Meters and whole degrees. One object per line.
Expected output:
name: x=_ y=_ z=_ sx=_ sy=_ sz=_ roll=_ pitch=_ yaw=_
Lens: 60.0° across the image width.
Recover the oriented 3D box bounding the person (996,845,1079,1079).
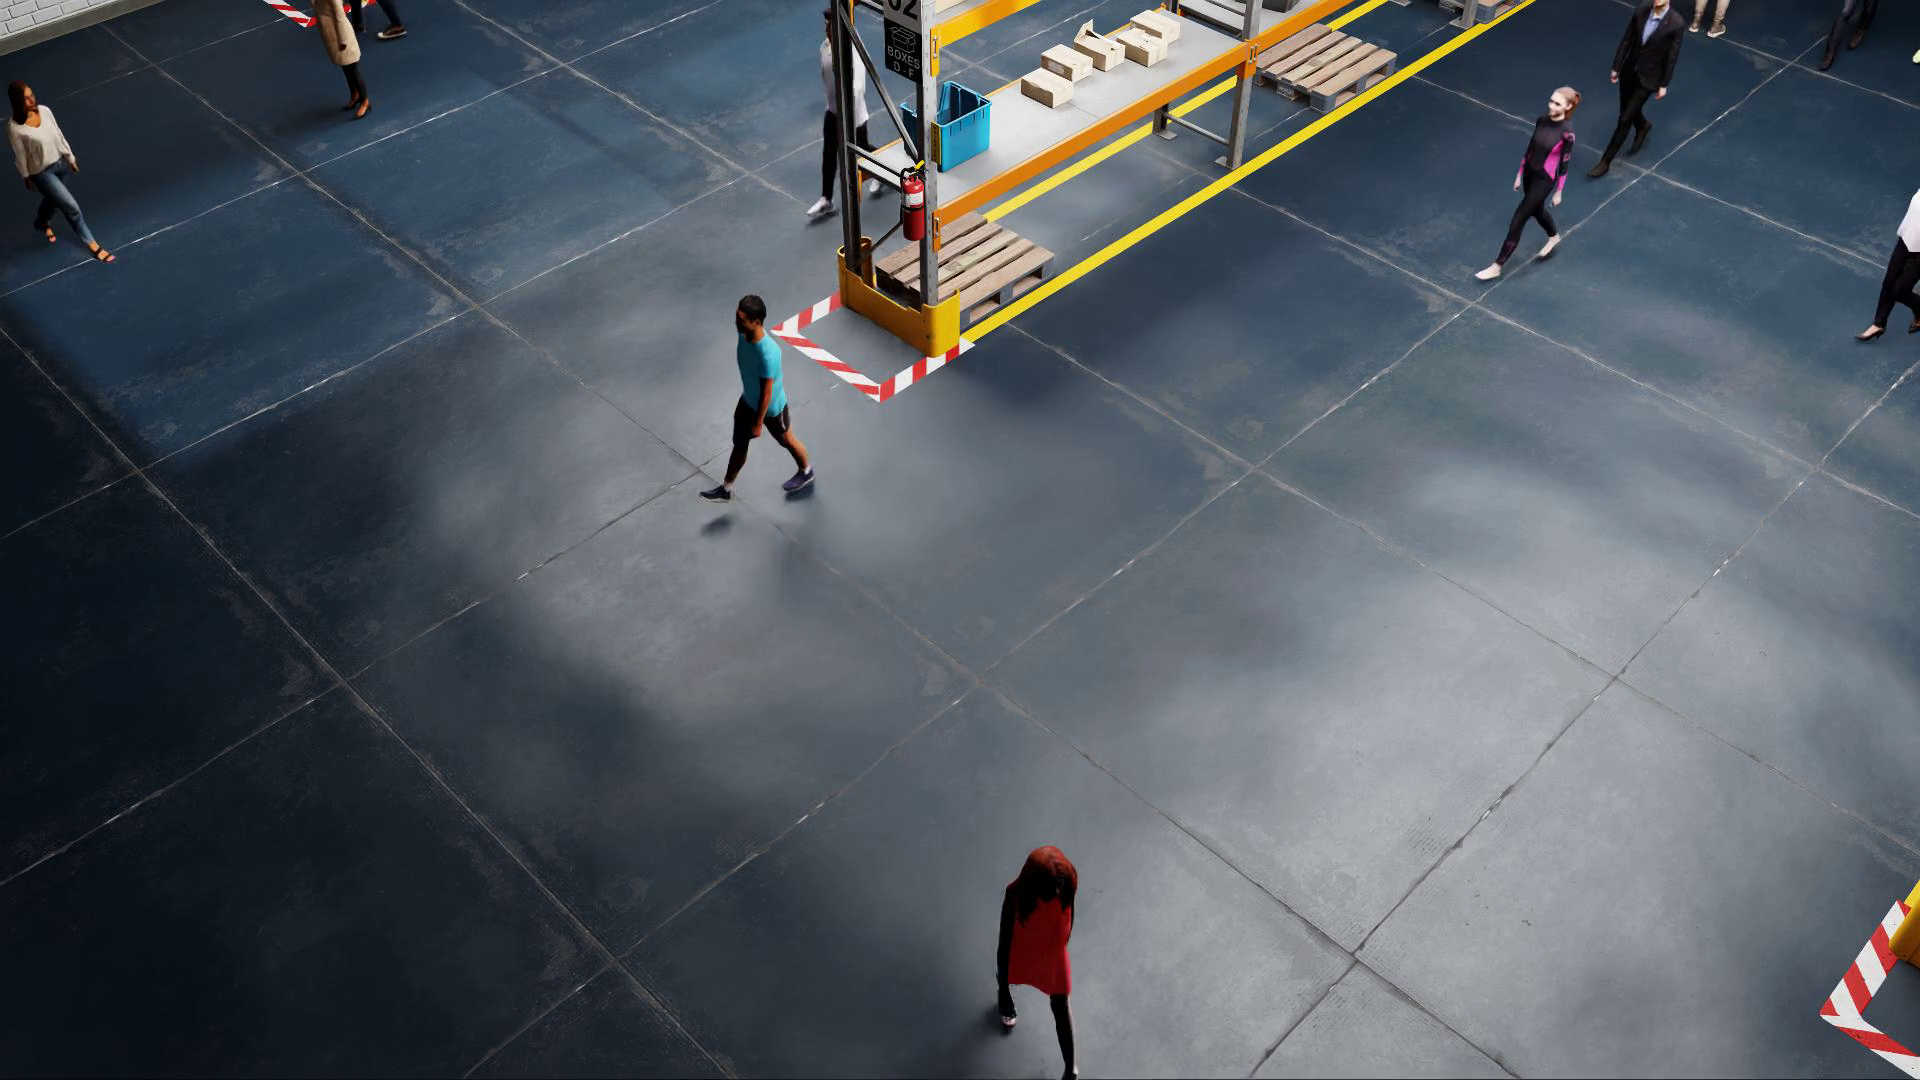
person: x=0.330 y=2.070 z=8.554 sx=1.144 sy=1.781 sz=1.013 roll=-12 pitch=45 yaw=-13

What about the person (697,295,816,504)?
person: x=-1.297 y=-0.988 z=11.800 sx=1.151 sy=1.731 sz=0.747 roll=-26 pitch=49 yaw=-25

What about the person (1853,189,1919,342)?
person: x=7.641 y=-2.299 z=13.137 sx=0.904 sy=1.784 sz=0.823 roll=-7 pitch=44 yaw=-7

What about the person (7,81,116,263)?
person: x=-7.802 y=-3.141 z=14.128 sx=0.963 sy=1.637 sz=1.125 roll=16 pitch=46 yaw=16

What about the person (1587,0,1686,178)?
person: x=6.248 y=-4.257 z=15.137 sx=1.232 sy=1.861 sz=0.803 roll=-28 pitch=50 yaw=-26

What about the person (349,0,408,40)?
person: x=-6.034 y=-6.025 z=16.988 sx=1.034 sy=1.868 sz=0.882 roll=-18 pitch=46 yaw=-18

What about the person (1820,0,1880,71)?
person: x=9.188 y=-5.714 z=16.680 sx=0.822 sy=1.842 sz=1.245 roll=24 pitch=49 yaw=23

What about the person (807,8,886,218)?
person: x=-0.928 y=-3.805 z=14.642 sx=0.762 sy=1.889 sz=1.223 roll=28 pitch=50 yaw=27

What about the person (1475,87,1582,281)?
person: x=4.911 y=-3.007 z=13.935 sx=1.215 sy=1.709 sz=0.828 roll=-19 pitch=47 yaw=-19

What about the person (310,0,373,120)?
person: x=-5.936 y=-4.842 z=15.882 sx=0.597 sy=1.680 sz=0.681 roll=-25 pitch=49 yaw=-24
